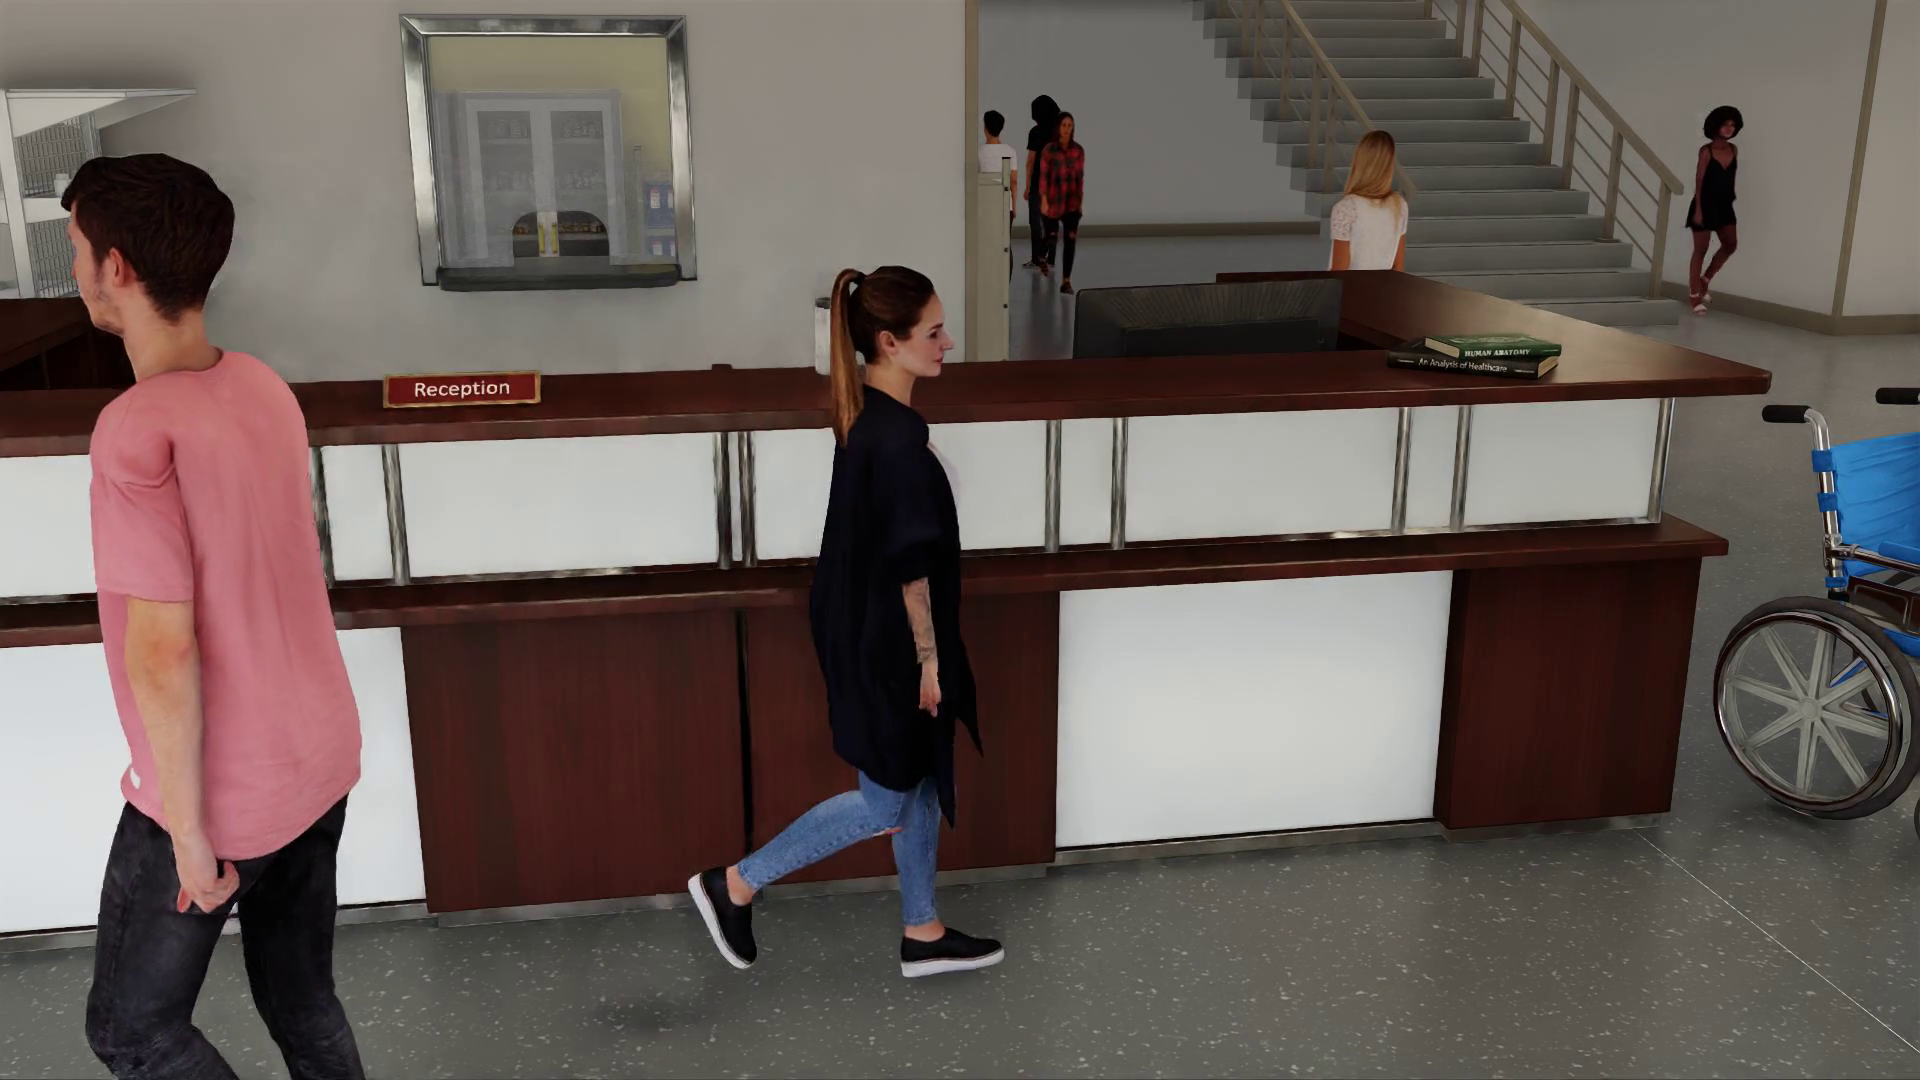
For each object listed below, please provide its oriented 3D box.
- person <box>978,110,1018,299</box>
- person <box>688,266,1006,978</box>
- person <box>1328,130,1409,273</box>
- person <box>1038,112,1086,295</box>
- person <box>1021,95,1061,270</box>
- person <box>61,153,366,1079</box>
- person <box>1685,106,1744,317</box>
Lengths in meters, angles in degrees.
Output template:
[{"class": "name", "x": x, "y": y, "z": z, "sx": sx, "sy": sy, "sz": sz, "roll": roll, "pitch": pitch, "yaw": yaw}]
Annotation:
[{"class": "person", "x": 0.301, "y": -3.061, "z": 15.240, "sx": 0.642, "sy": 1.721, "sz": 0.561, "roll": -5, "pitch": 16, "yaw": -16}, {"class": "person", "x": -0.246, "y": 0.252, "z": 3.654, "sx": 0.672, "sy": 1.664, "sz": 0.878, "roll": -3, "pitch": 16, "yaw": -10}, {"class": "person", "x": 1.915, "y": -1.014, "z": 7.876, "sx": 0.641, "sy": 1.809, "sz": 0.591, "roll": -7, "pitch": 17, "yaw": -25}, {"class": "person", "x": 0.940, "y": -3.207, "z": 15.881, "sx": 0.684, "sy": 1.686, "sz": 0.979, "roll": -5, "pitch": 16, "yaw": -16}, {"class": "person", "x": 0.908, "y": -3.845, "z": 17.867, "sx": 0.715, "sy": 1.824, "sz": 0.708, "roll": -12, "pitch": 20, "yaw": -37}, {"class": "person", "x": -1.058, "y": 0.393, "z": 2.639, "sx": 0.772, "sy": 1.943, "sz": 0.656, "roll": 2, "pitch": 16, "yaw": 8}, {"class": "person", "x": 6.476, "y": -2.851, "z": 14.446, "sx": 0.576, "sy": 1.779, "sz": 0.623, "roll": -3, "pitch": 16, "yaw": -11}]
